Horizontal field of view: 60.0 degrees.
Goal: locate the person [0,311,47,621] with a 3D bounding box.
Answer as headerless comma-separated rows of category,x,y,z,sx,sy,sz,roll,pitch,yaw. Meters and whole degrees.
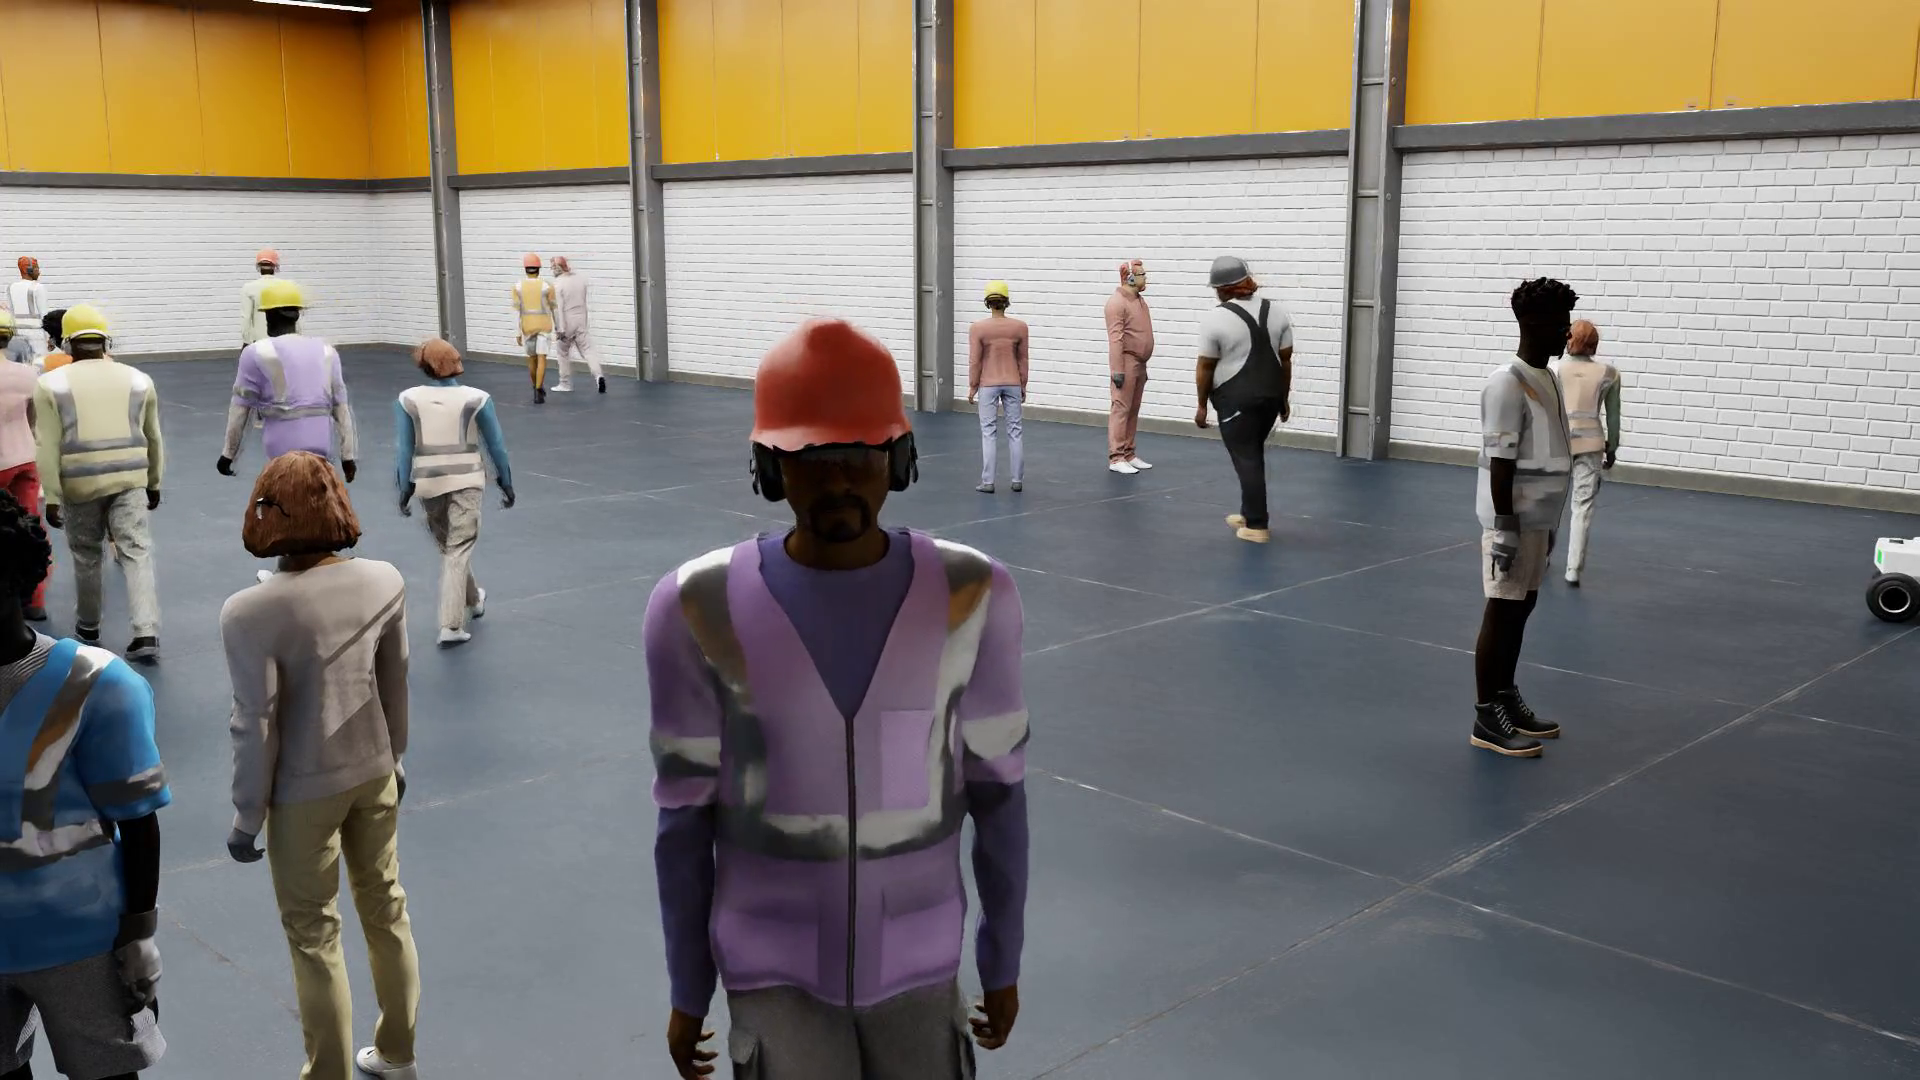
person,-5.257,-0.405,9.128,0.390,1.750,0.550,4,11,21

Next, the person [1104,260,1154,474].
person,1.548,-1.565,15.034,0.409,1.912,0.649,5,12,26

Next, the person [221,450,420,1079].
person,-1.522,0.601,3.981,0.279,1.633,0.500,6,12,28

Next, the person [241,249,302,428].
person,-7.612,-2.209,18.391,0.668,1.982,0.499,-7,12,-33

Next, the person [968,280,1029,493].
person,0.314,-1.265,13.800,0.526,1.765,0.329,-3,11,-16

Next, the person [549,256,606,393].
person,-5.199,-2.898,22.441,0.882,1.859,0.698,8,13,36

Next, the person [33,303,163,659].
person,-4.333,-0.292,8.430,0.611,1.790,0.915,-9,14,-40

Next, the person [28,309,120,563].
person,-5.615,-0.633,10.587,0.549,1.662,0.472,-4,11,-23

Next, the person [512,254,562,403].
person,-5.433,-2.716,21.372,0.552,1.895,0.924,0,10,2

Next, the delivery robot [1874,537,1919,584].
delivery robot,5.467,0.136,9.202,0.707,0.478,0.477,6,12,30

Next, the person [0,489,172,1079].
person,-1.726,0.735,3.076,0.540,1.695,0.317,1,10,4

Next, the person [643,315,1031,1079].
person,-0.196,0.637,2.754,0.609,2.023,0.829,-2,11,-11

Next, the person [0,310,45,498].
person,-7.835,-1.123,13.501,0.874,1.588,0.508,3,11,18

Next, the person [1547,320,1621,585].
person,3.819,-0.559,10.367,0.547,1.595,0.823,2,11,13

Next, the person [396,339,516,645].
person,-2.678,-0.275,8.877,0.574,1.578,0.884,0,10,0

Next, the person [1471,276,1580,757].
person,2.339,-0.102,6.904,0.362,1.964,0.612,7,12,33

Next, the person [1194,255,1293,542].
person,1.956,-1.018,11.697,0.720,2.000,0.723,-6,12,-30

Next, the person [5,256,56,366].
person,-10.929,-2.393,19.615,0.572,1.886,0.355,3,11,18

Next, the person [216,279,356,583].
person,-3.827,-0.520,9.437,0.984,1.877,0.603,6,12,30
